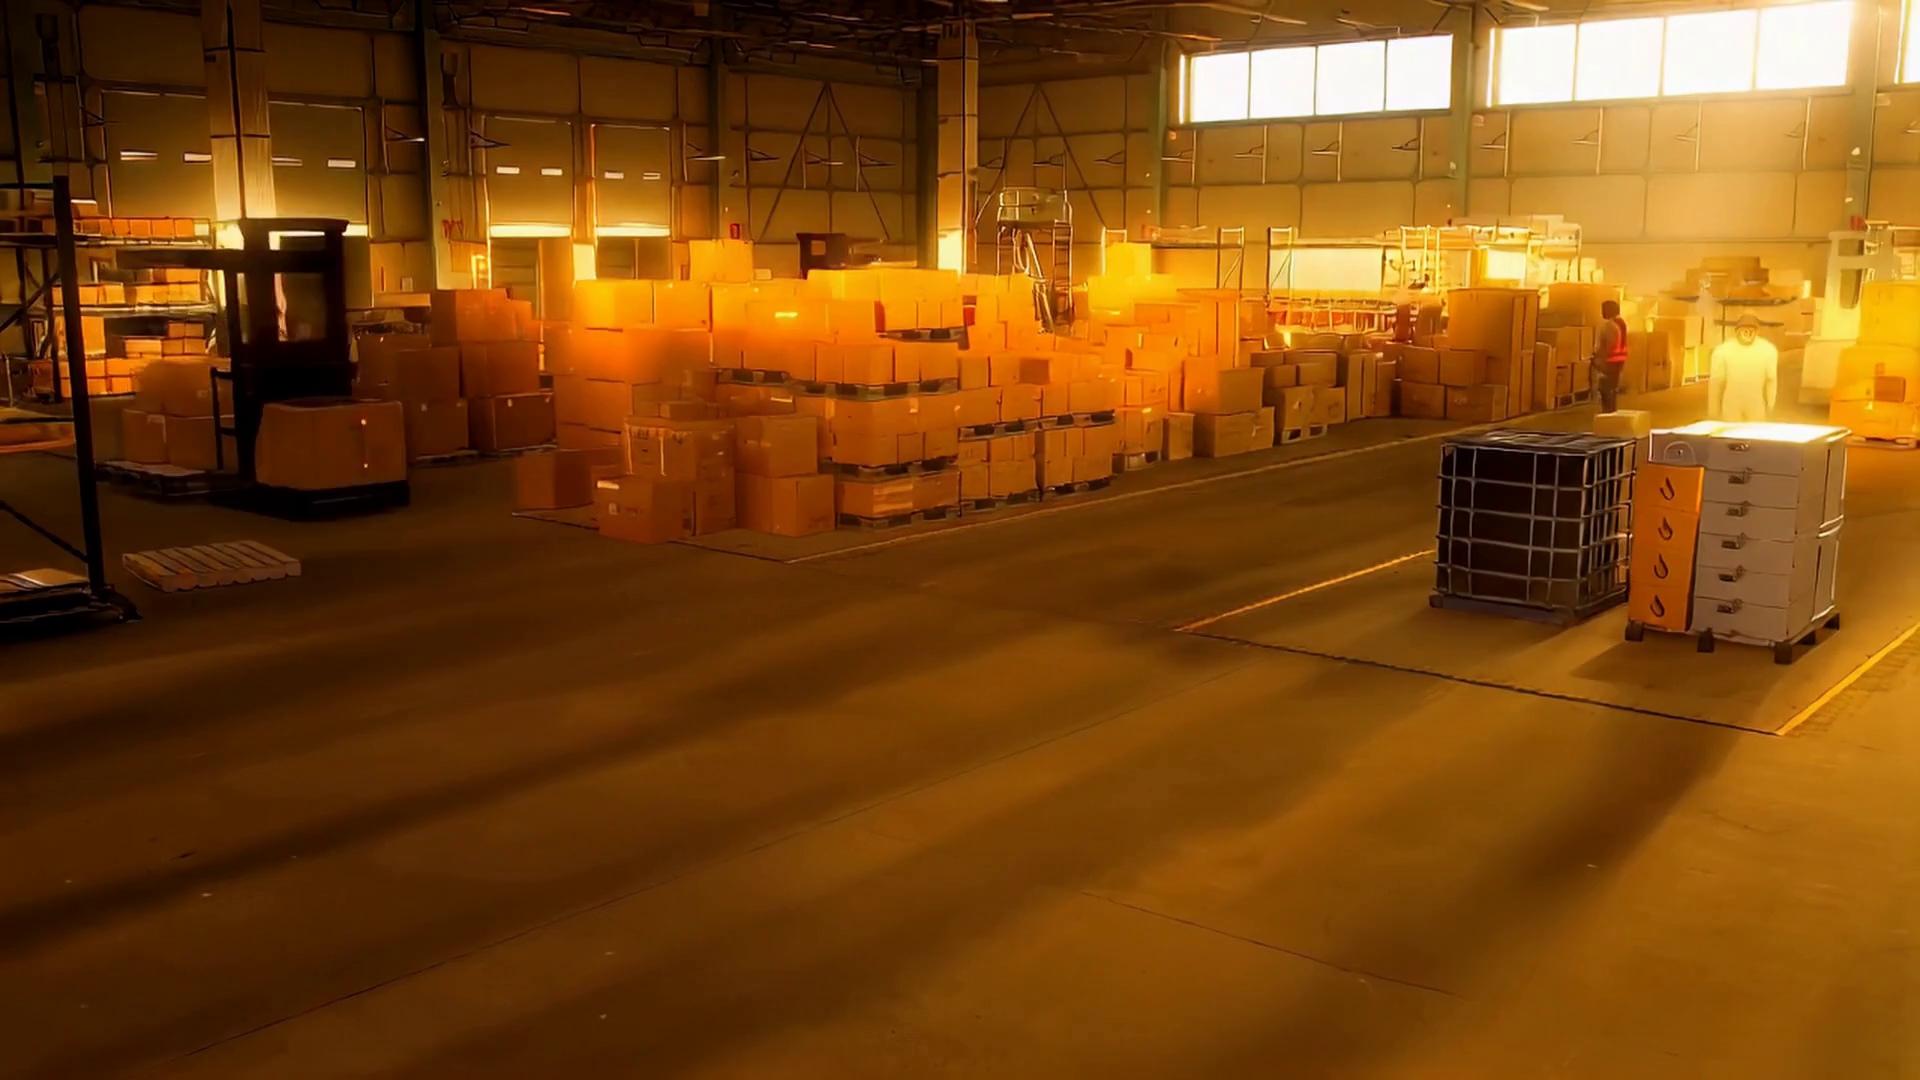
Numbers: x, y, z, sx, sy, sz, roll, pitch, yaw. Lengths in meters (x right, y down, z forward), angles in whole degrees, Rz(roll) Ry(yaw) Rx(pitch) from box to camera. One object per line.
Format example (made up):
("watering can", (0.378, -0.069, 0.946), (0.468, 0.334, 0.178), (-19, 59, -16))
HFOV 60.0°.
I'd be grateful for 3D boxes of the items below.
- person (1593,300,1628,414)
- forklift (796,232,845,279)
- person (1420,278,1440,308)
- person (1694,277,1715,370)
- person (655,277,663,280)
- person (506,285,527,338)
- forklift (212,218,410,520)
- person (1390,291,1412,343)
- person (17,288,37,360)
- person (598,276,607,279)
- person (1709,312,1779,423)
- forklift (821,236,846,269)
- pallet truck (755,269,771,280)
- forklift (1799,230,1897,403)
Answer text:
("person", (8.985, -2.399, 23.014), (0.429, 1.839, 0.633), (6, 12, 33))
("forklift", (-2.553, -4.254, 30.612), (1.873, 2.768, 1.129), (8, 13, 40))
("person", (9.518, -4.354, 33.892), (0.374, 1.929, 0.542), (-2, 10, -14))
("person", (14.765, -4.273, 33.308), (0.653, 1.975, 0.705), (-9, 13, -41))
("person", (-6.507, -4.725, 36.024), (0.635, 1.928, 0.383), (-4, 11, -23))
("person", (-7.803, -3.477, 28.982), (0.678, 1.904, 0.721), (2, 10, 11))
("forklift", (-6.347, -1.704, 16.093), (1.873, 2.768, 1.129), (8, 13, 40))
("person", (9.261, -4.340, 34.586), (0.804, 1.661, 0.522), (7, 12, 36))
("person", (-20.225, -4.618, 36.051), (0.321, 1.696, 0.537), (-5, 11, -28))
("person", (-8.611, -5.336, 39.621), (0.857, 1.884, 0.621), (-1, 10, -3))
("person", (7.883, -1.349, 16.818), (0.649, 1.918, 0.605), (2, 10, 9))
("forklift", (-2.995, -5.852, 39.712), (1.873, 2.768, 1.129), (2, 10, 12))
("pallet truck", (-4.996, -6.432, 45.525), (1.885, 1.965, 0.823), (-6, 12, -32))
("forklift", (14.581, -3.636, 27.091), (1.129, 2.768, 1.873), (8, 13, 40))
